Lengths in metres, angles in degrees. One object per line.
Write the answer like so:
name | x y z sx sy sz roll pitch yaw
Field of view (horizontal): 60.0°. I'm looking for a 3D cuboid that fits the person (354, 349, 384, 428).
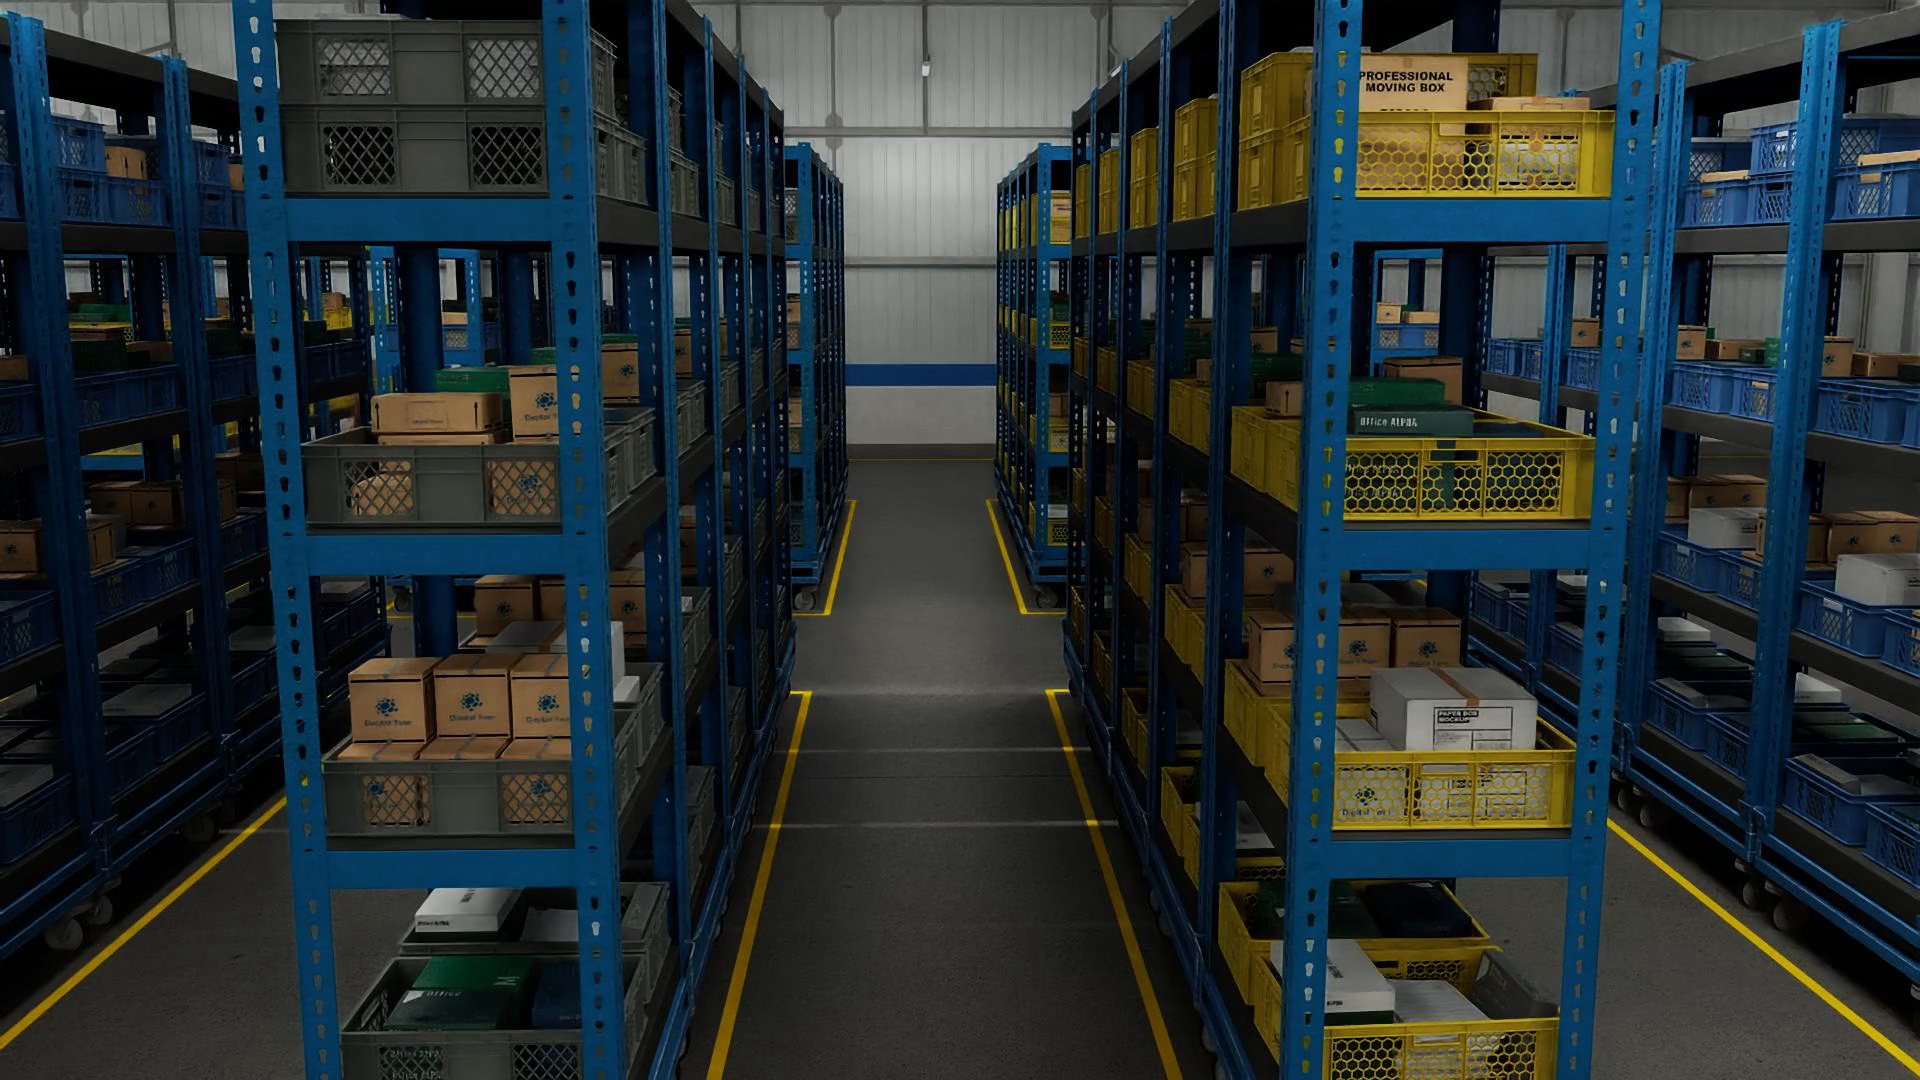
person | -5.423 -0.802 15.315 0.504 1.964 0.655 -2 10 -11
